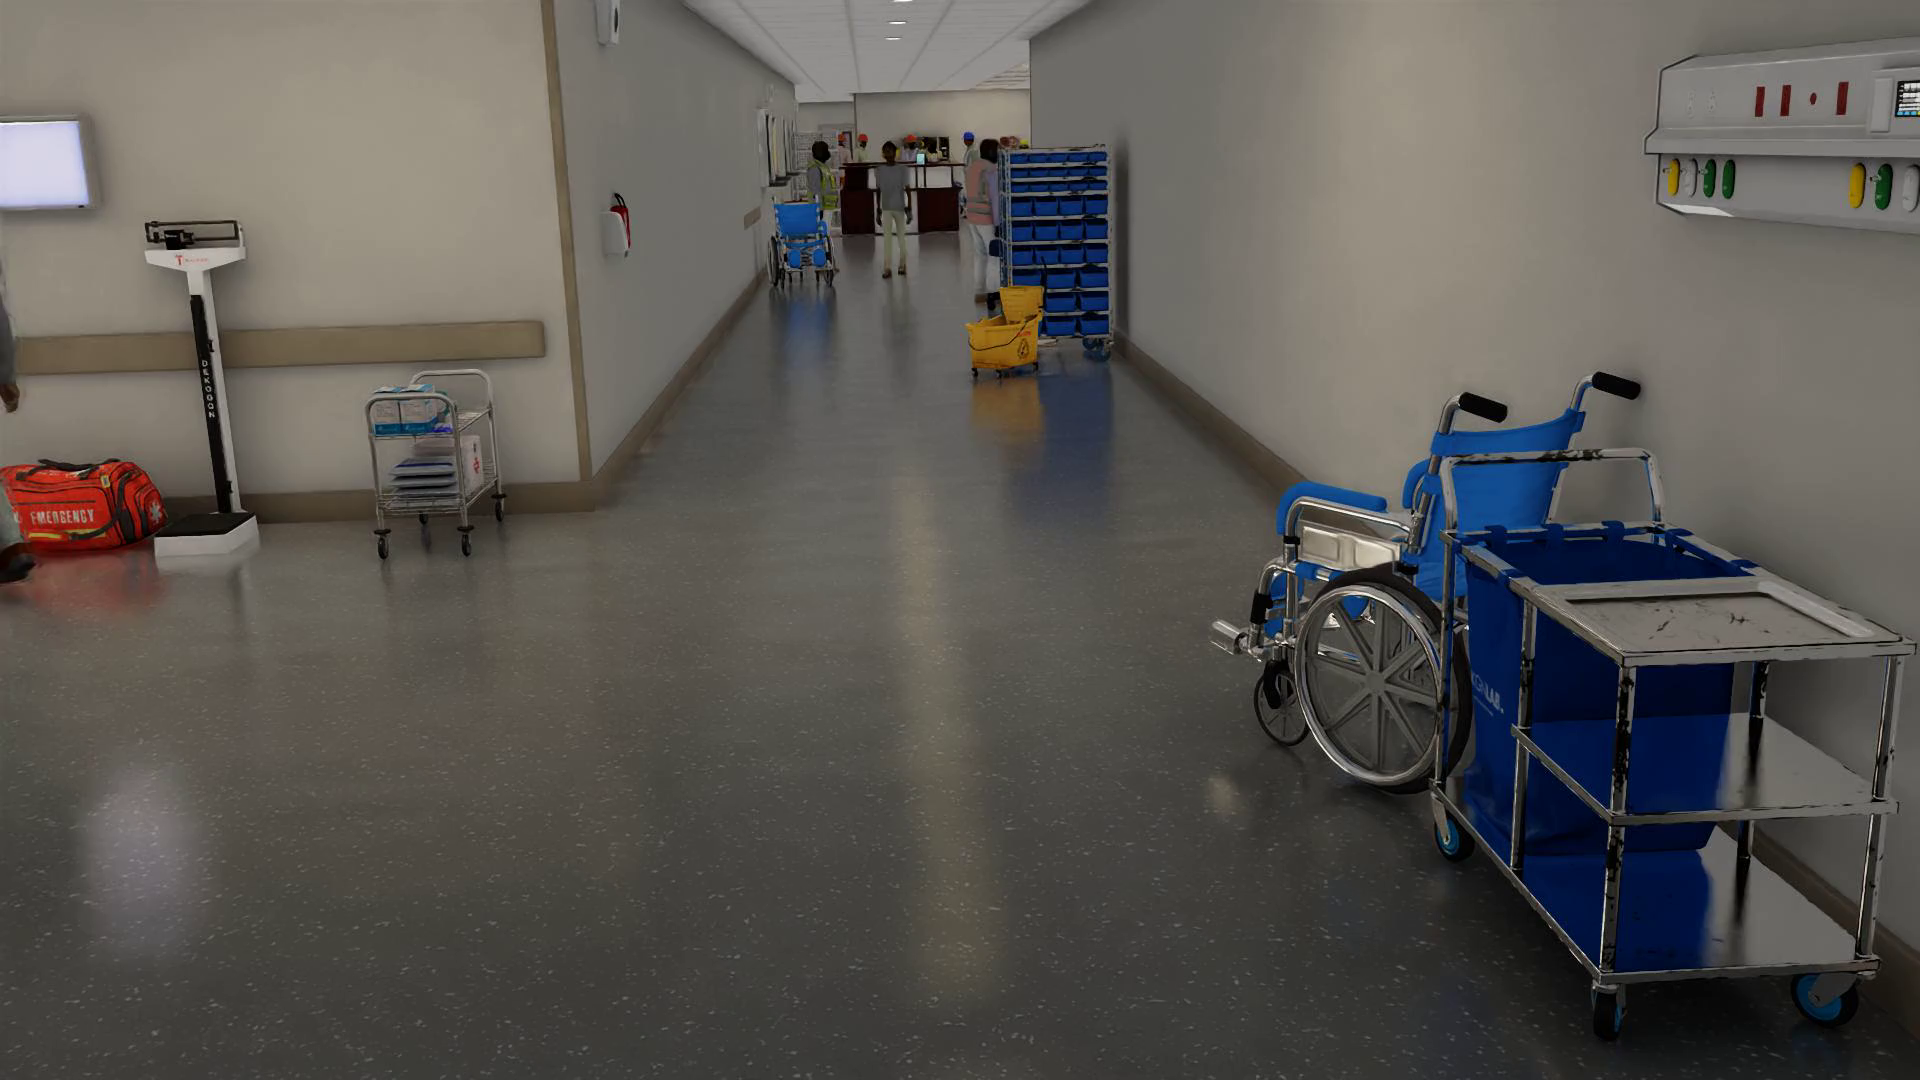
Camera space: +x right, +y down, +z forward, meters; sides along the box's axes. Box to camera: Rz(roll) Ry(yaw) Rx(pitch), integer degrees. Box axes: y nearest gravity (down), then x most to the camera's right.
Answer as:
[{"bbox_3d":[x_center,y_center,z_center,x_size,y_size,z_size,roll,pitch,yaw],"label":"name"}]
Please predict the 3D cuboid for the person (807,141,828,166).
[{"bbox_3d":[-3.407,-8.689,40.121,0.522,1.834,0.363,-3,14,-6],"label":"person"}]

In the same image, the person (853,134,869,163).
[{"bbox_3d":[-2.443,-9.256,42.053,0.413,1.981,0.625,6,16,30],"label":"person"}]

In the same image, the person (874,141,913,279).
[{"bbox_3d":[-0.898,-4.496,22.642,0.540,1.826,0.962,1,14,9],"label":"person"}]

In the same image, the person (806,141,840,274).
[{"bbox_3d":[-1.926,-4.686,23.484,0.429,1.846,0.625,0,14,6],"label":"person"}]

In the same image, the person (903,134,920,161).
[{"bbox_3d":[-1.153,-8.925,40.643,0.549,1.928,0.389,6,16,30],"label":"person"}]

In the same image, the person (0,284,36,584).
[{"bbox_3d":[-4.364,-0.669,7.088,0.415,1.922,0.645,4,15,22],"label":"person"}]

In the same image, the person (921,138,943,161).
[{"bbox_3d":[-0.619,-8.209,37.836,0.628,1.835,0.429,-10,16,-31],"label":"person"}]

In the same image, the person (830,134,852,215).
[{"bbox_3d":[-2.922,-9.039,41.205,0.608,1.986,0.403,4,15,24],"label":"person"}]

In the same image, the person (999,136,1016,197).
[{"bbox_3d":[1.109,-8.324,38.151,0.459,1.816,0.585,9,17,37],"label":"person"}]

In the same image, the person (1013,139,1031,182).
[{"bbox_3d":[1.307,-7.235,33.772,0.543,1.748,0.588,-2,14,1],"label":"person"}]

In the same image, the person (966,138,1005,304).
[{"bbox_3d":[0.309,-3.551,18.595,0.432,1.828,0.642,-9,16,-28],"label":"person"}]

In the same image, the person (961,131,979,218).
[{"bbox_3d":[0.252,-8.258,37.682,0.400,1.949,0.605,-5,14,-13],"label":"person"}]
